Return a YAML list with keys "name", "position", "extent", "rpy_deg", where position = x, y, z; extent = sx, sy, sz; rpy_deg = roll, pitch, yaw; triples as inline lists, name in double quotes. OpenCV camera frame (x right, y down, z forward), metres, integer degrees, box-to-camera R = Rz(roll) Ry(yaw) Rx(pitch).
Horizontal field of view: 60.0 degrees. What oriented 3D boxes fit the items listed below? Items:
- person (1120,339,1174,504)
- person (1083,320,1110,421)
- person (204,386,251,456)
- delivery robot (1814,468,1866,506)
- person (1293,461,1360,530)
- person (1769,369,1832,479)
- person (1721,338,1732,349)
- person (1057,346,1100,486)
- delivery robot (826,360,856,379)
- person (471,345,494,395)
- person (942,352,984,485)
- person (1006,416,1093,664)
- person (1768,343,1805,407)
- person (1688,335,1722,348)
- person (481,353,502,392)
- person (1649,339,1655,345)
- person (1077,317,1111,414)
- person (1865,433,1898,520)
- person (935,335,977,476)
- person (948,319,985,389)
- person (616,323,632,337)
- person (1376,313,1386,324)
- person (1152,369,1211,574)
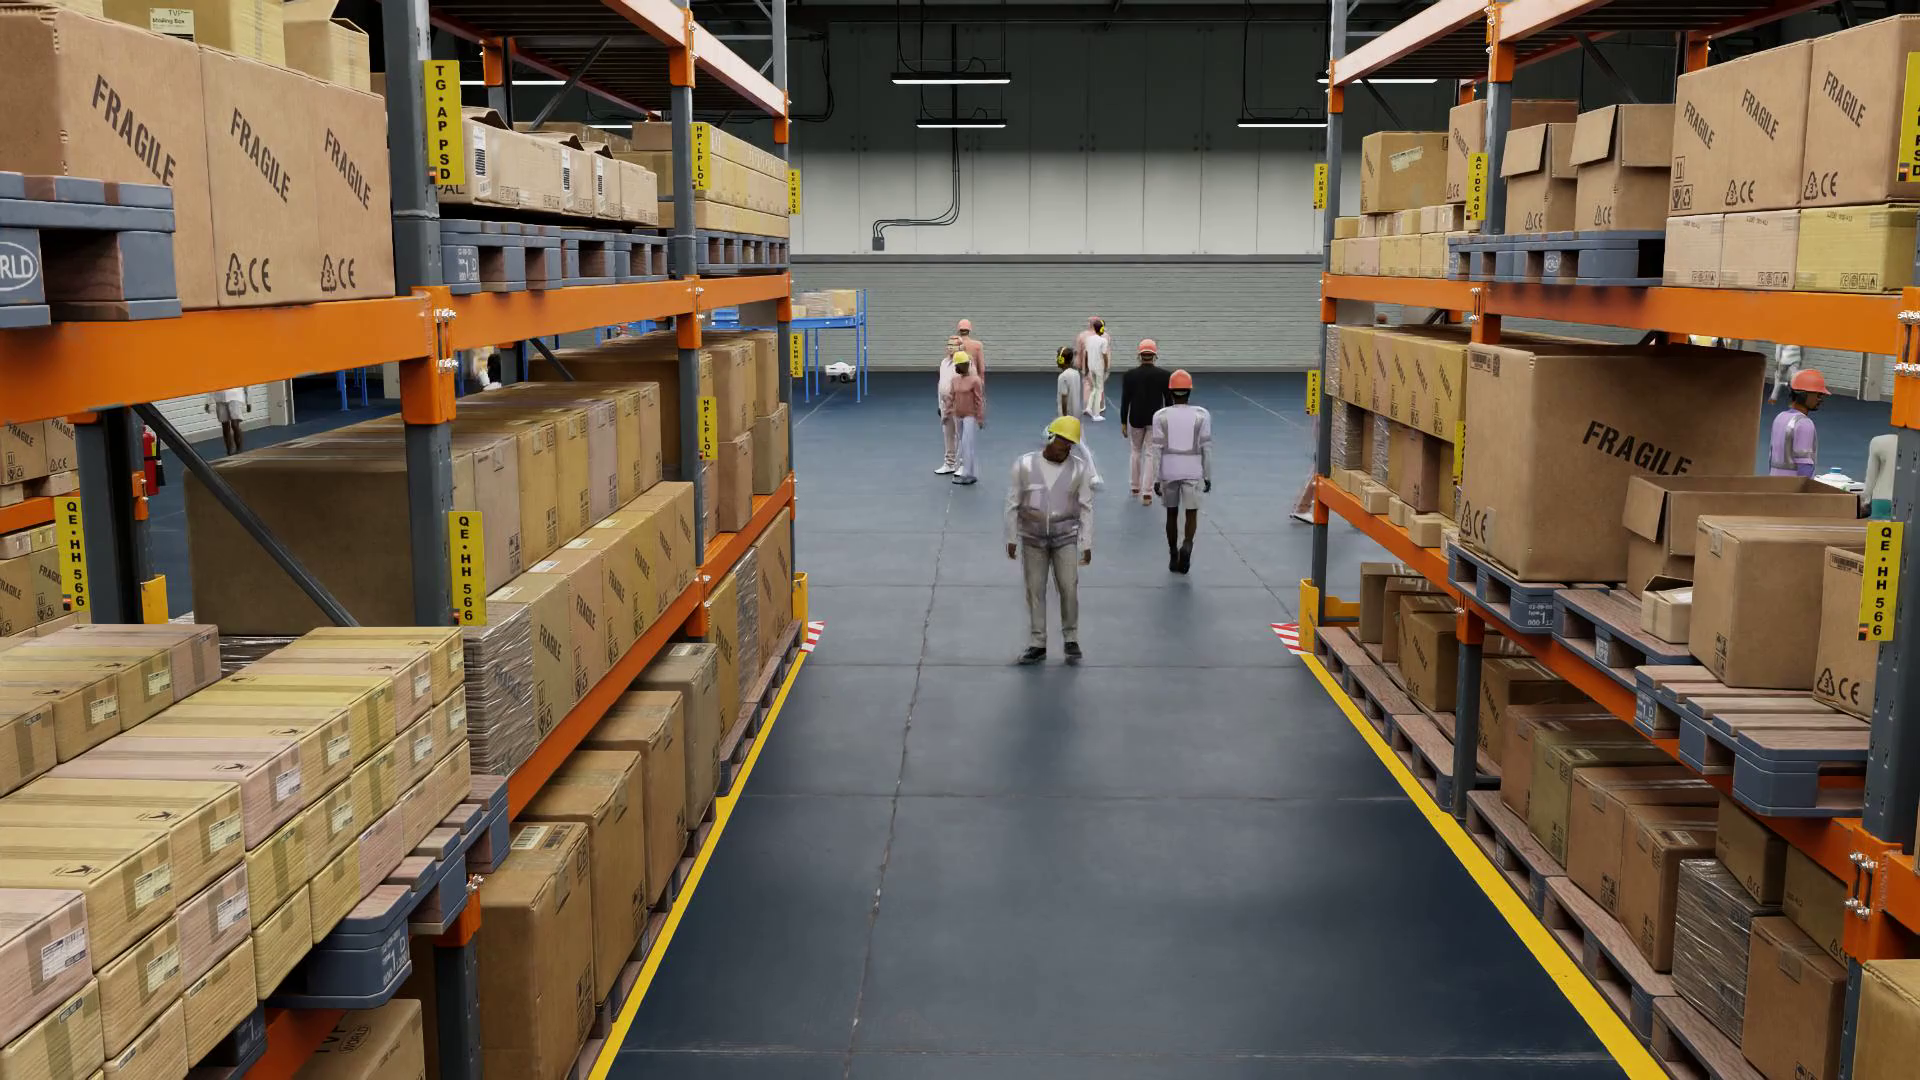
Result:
- name: "person"
  position: [2.300, -1.457, 20.294]
  extent: [0.631, 1.958, 0.882]
  rpy_deg: [2, 10, 14]
- name: "person"
  position: [2.542, -3.126, 30.623]
  extent: [0.560, 1.852, 0.388]
  rpy_deg: [9, 13, 44]
- name: "person"
  position: [-10.426, -1.988, 23.644]
  extent: [0.565, 1.911, 0.663]
  rpy_deg: [-1, 10, -6]
- name: "delivery robot"
  position: [10.076, -0.590, 19.166]
  extent: [0.477, 0.478, 0.707]
  rpy_deg: [-2, 10, -12]
- name: "person"
  position: [4.160, -1.060, 18.285]
  extent: [1.035, 1.853, 0.637]
  rpy_deg: [4, 10, 20]
- name: "person"
  position: [6.830, -0.376, 13.595]
  extent: [0.386, 2.039, 0.615]
  rpy_deg: [1, 10, 6]
- name: "person"
  position: [16.141, -3.907, 35.418]
  extent: [0.516, 1.824, 0.837]
  rpy_deg: [4, 10, 21]
- name: "person"
  position: [1.415, -1.600, 21.617]
  extent: [0.998, 1.827, 0.507]
  rpy_deg: [8, 12, 38]
- name: "delivery robot"
  position: [-2.908, -4.141, 40.428]
  extent: [0.707, 0.478, 0.477]
  rpy_deg: [4, 10, 24]
- name: "person"
  position: [-9.017, -3.218, 31.129]
  extent: [0.830, 1.890, 0.556]
  rpy_deg: [2, 10, 13]
- name: "person"
  position: [-0.001, -1.576, 21.694]
  extent: [0.723, 1.737, 0.535]
  rpy_deg: [-8, 13, -41]
- name: "person"
  position: [0.654, 0.000, 12.103]
  extent: [0.638, 1.797, 0.413]
  rpy_deg: [1, 10, 6]
- name: "person"
  position: [16.724, -3.629, 33.538]
  extent: [0.639, 1.892, 1.022]
  rpy_deg: [0, 9, 0]
- name: "person"
  position: [14.448, -3.398, 32.292]
  extent: [0.621, 1.845, 0.429]
  rpy_deg: [5, 11, 30]
- name: "person"
  position: [-5.036, -1.107, 18.370]
  extent: [0.451, 1.906, 0.623]
  rpy_deg: [5, 10, 25]
- name: "person"
  position: [9.405, -1.830, 22.693]
  extent: [0.546, 1.919, 0.677]
  rpy_deg: [3, 10, 17]
- name: "person"
  position: [2.584, -3.366, 32.056]
  extent: [0.668, 1.859, 0.905]
  rpy_deg: [2, 10, 12]
- name: "person"
  position: [8.009, -0.331, 14.207]
  extent: [0.530, 1.754, 0.388]
  rpy_deg: [8, 12, 39]
- name: "person"
  position: [-0.081, -1.838, 22.743]
  extent: [0.409, 1.913, 0.651]
  rpy_deg: [-9, 13, -44]
- name: "person"
  position: [0.090, -2.702, 27.740]
  extent: [0.624, 1.972, 0.788]
  rpy_deg: [2, 10, 13]
- name: "person"
  position: [-5.801, -2.820, 28.640]
  extent: [0.410, 1.909, 0.642]
  rpy_deg: [4, 10, 25]
- name: "person"
  position: [8.967, -3.928, 35.563]
  extent: [0.653, 1.808, 0.818]
  rpy_deg: [1, 10, 5]
- name: "person"
  position: [2.054, -0.627, 15.485]
  extent: [0.553, 1.918, 0.804]
  rpy_deg: [2, 10, 9]
